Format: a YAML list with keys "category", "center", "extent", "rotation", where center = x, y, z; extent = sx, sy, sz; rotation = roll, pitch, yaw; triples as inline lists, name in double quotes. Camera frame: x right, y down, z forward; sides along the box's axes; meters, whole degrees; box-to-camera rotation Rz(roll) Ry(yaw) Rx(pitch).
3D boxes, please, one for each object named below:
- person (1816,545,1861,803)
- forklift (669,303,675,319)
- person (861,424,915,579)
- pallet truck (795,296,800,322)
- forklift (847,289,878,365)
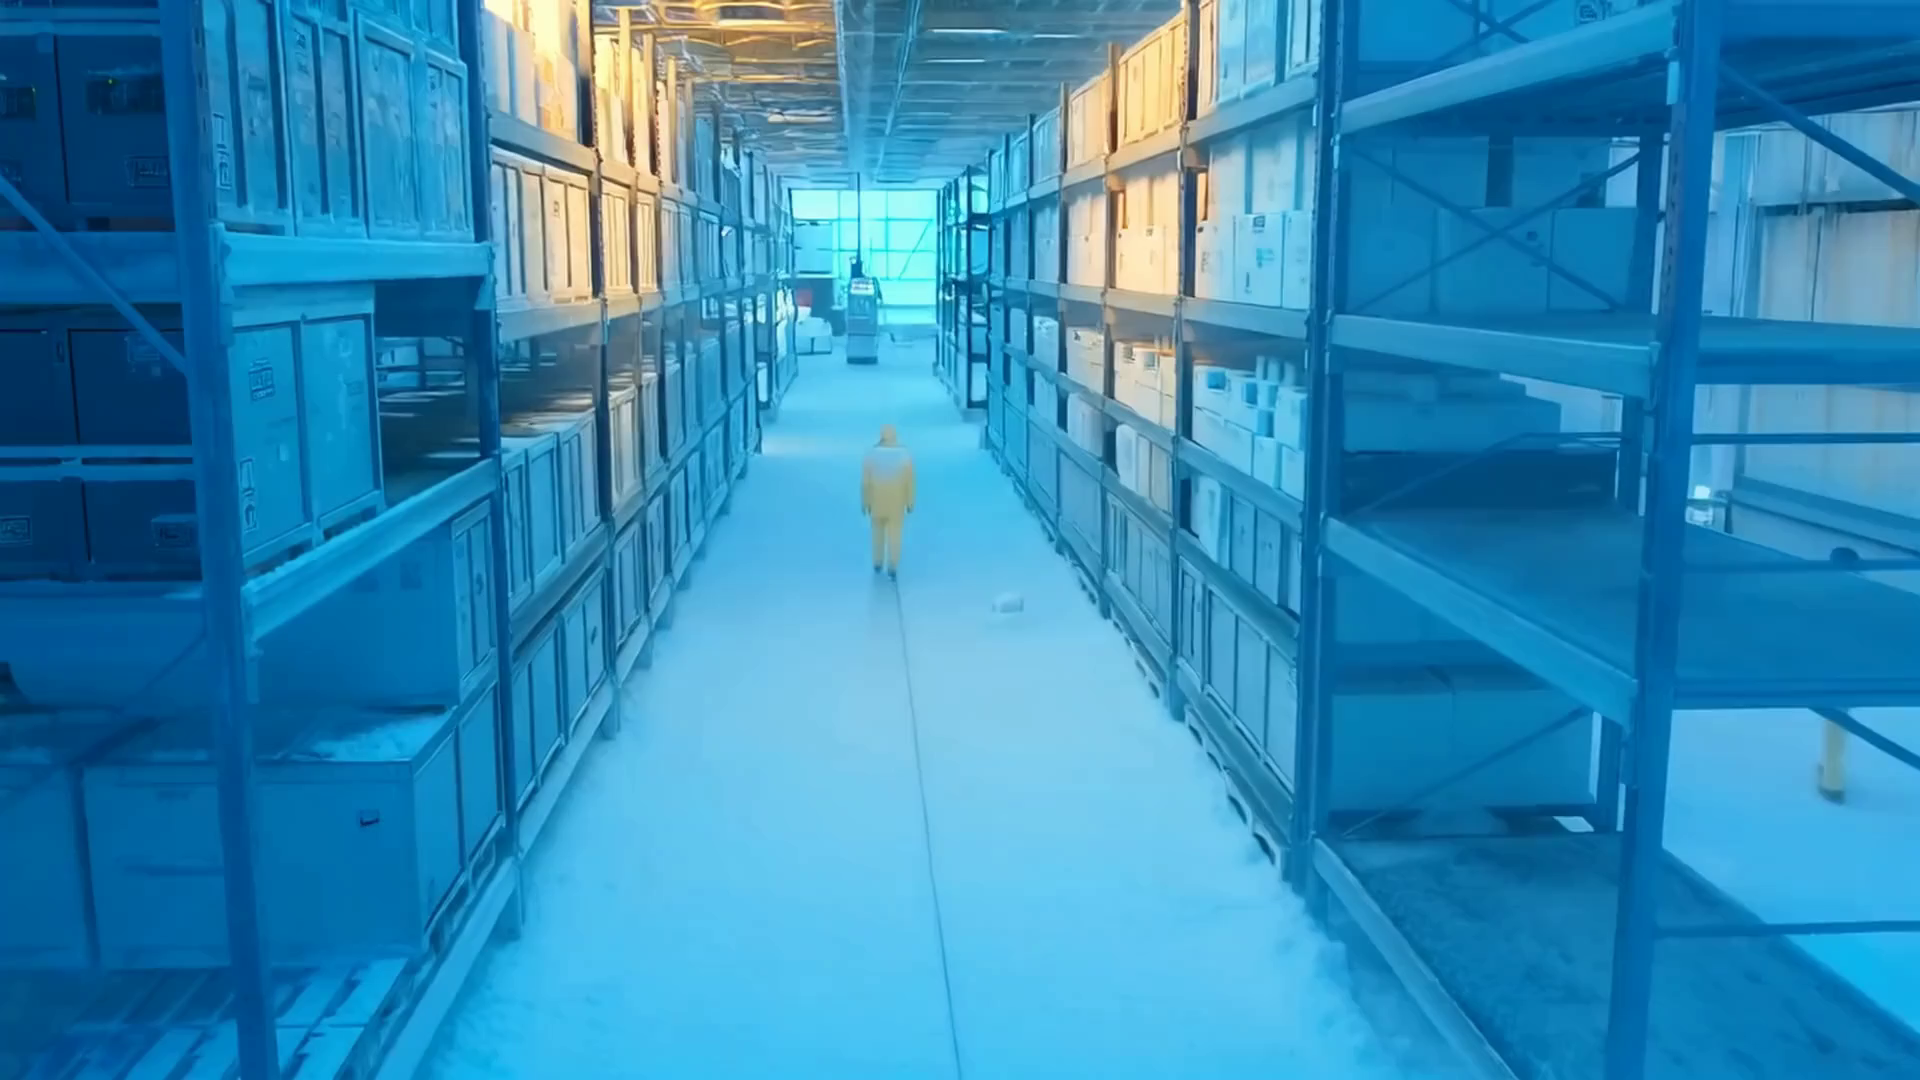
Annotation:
- category: "person"
  center: [6.308, 0.932, 12.049]
  extent: [0.604, 1.815, 0.791]
  rotation: [1, 10, 6]
- category: "forklift"
  center: [-8.358, -5.974, 50.154]
  extent: [1.873, 2.768, 1.129]
  rotation: [5, 11, 26]
- category: "person"
  center: [-0.889, -0.499, 20.468]
  extent: [0.675, 1.858, 0.985]
  rotation: [-1, 10, -5]
- category: "pallet truck"
  center: [-8.622, -12.439, 91.403]
  extent: [1.885, 1.965, 0.823]
  rotation: [2, 10, 13]
- category: "forklift"
  center: [-3.660, -7.969, 62.070]
  extent: [1.129, 2.768, 1.873]
  rotation: [-1, 10, -4]
